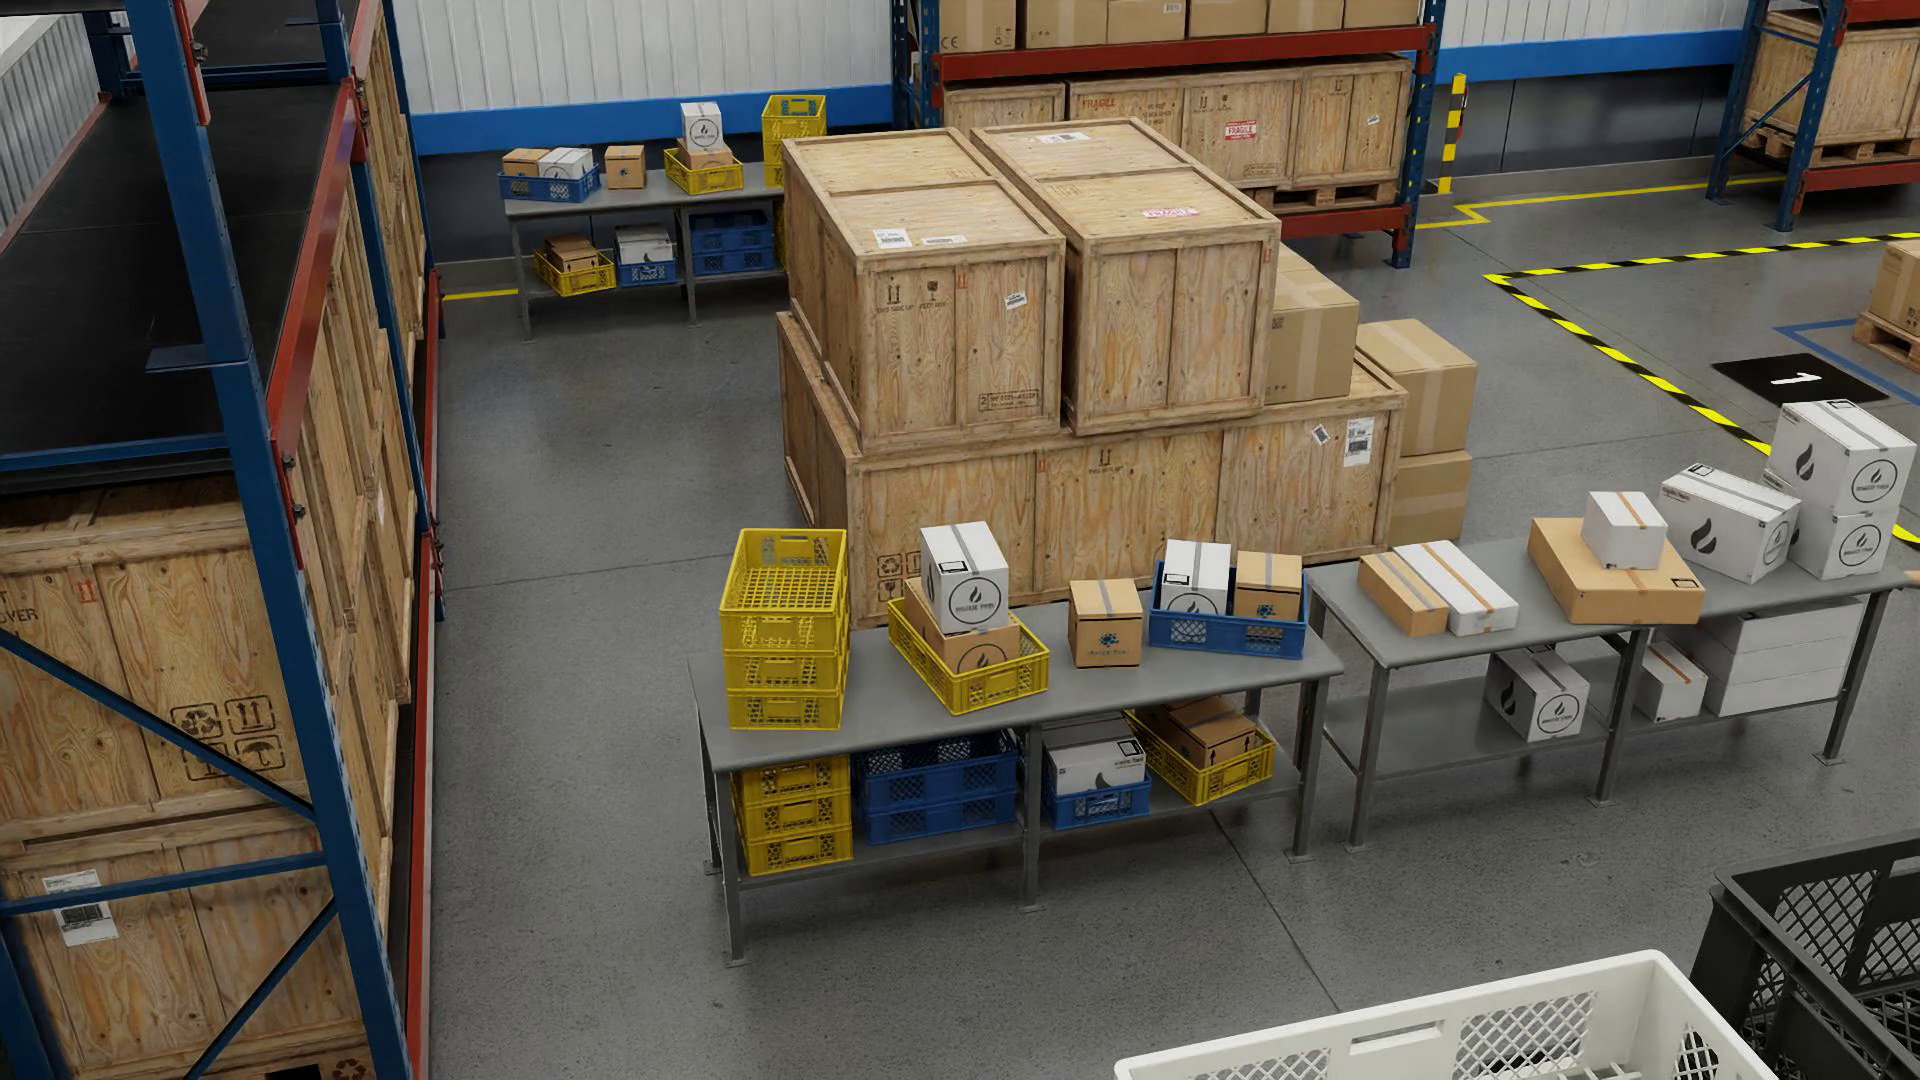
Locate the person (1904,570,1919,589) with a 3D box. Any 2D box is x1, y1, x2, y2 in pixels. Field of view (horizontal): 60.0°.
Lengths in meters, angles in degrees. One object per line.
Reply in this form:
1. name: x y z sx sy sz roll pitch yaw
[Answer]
1. person: 5.206 -0.553 8.283 0.376 2.045 0.605 1 29 3
